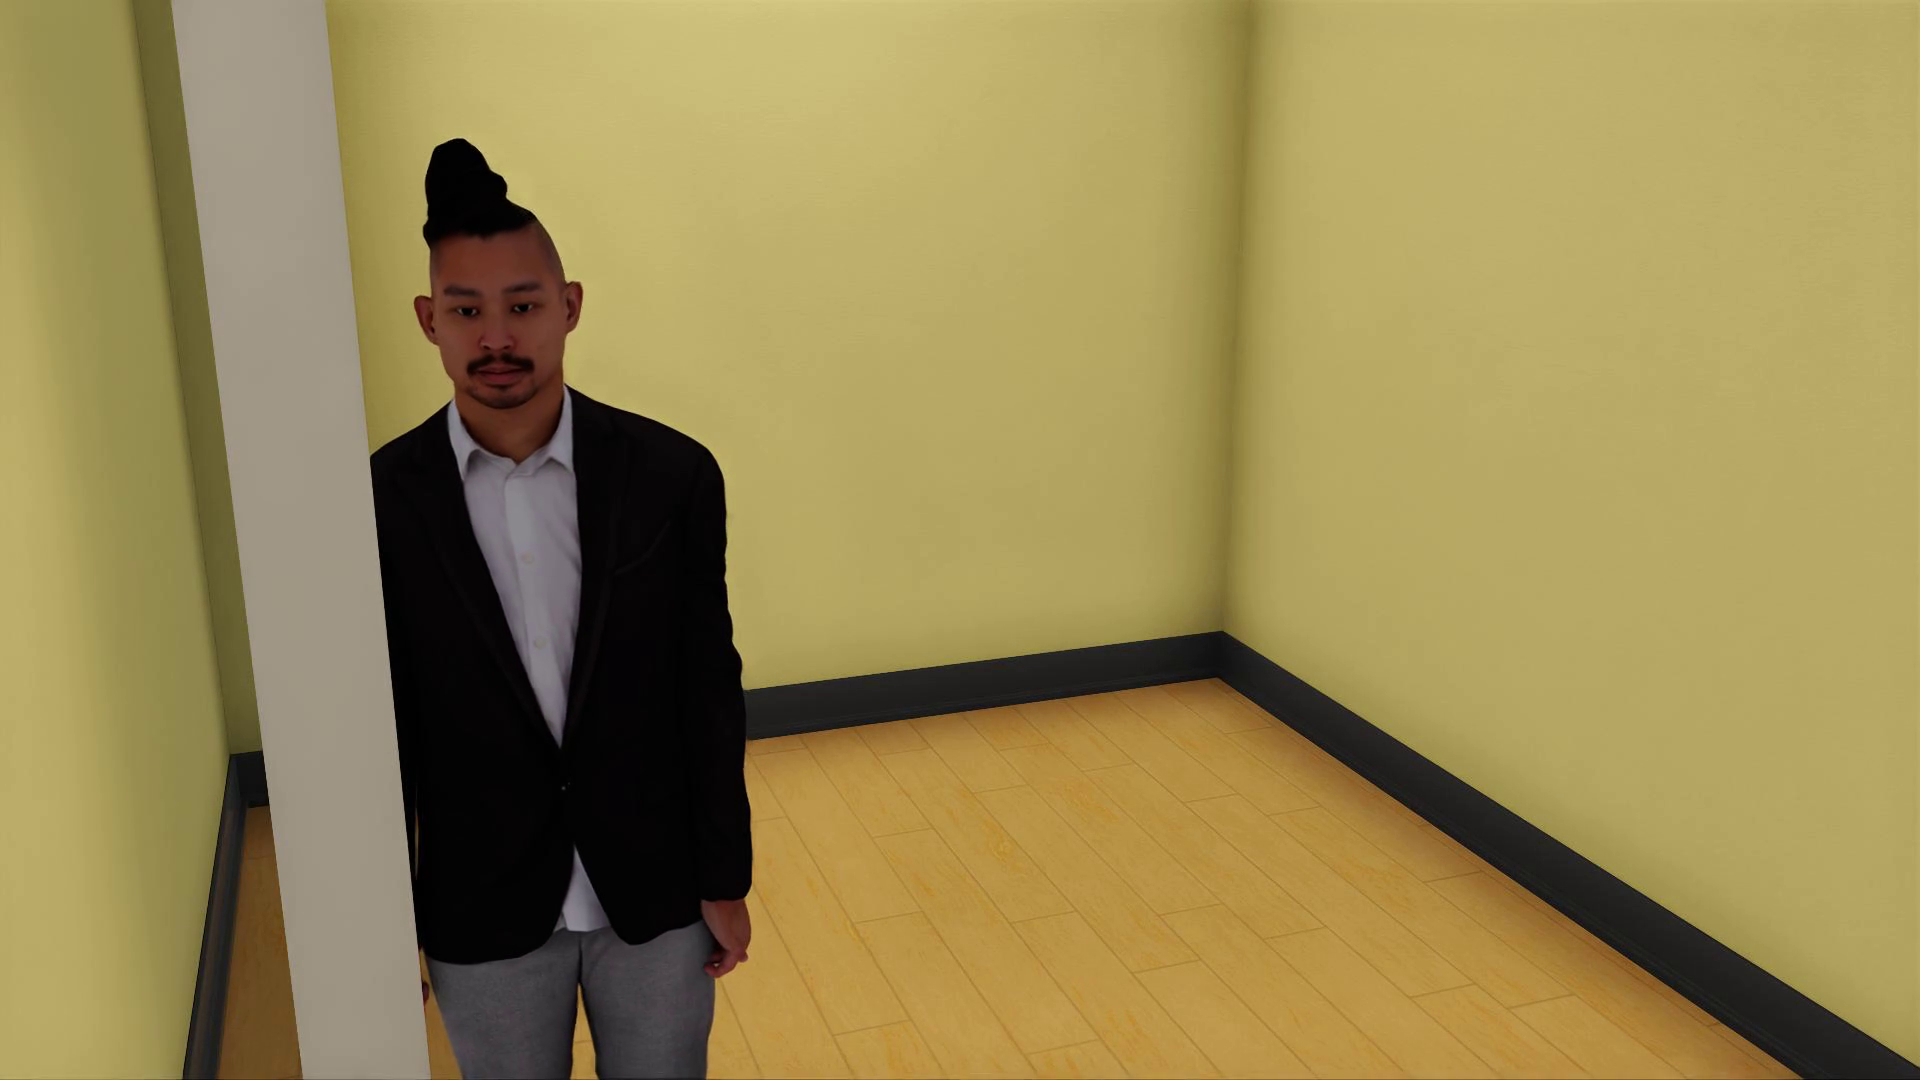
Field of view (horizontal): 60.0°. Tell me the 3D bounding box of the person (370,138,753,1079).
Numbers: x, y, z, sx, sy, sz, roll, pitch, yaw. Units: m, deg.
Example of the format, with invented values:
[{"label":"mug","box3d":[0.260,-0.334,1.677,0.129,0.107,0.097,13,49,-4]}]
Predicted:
[{"label":"person","box3d":[-0.561,0.526,2.363,0.543,1.761,0.772,-5,16,-16]}]
